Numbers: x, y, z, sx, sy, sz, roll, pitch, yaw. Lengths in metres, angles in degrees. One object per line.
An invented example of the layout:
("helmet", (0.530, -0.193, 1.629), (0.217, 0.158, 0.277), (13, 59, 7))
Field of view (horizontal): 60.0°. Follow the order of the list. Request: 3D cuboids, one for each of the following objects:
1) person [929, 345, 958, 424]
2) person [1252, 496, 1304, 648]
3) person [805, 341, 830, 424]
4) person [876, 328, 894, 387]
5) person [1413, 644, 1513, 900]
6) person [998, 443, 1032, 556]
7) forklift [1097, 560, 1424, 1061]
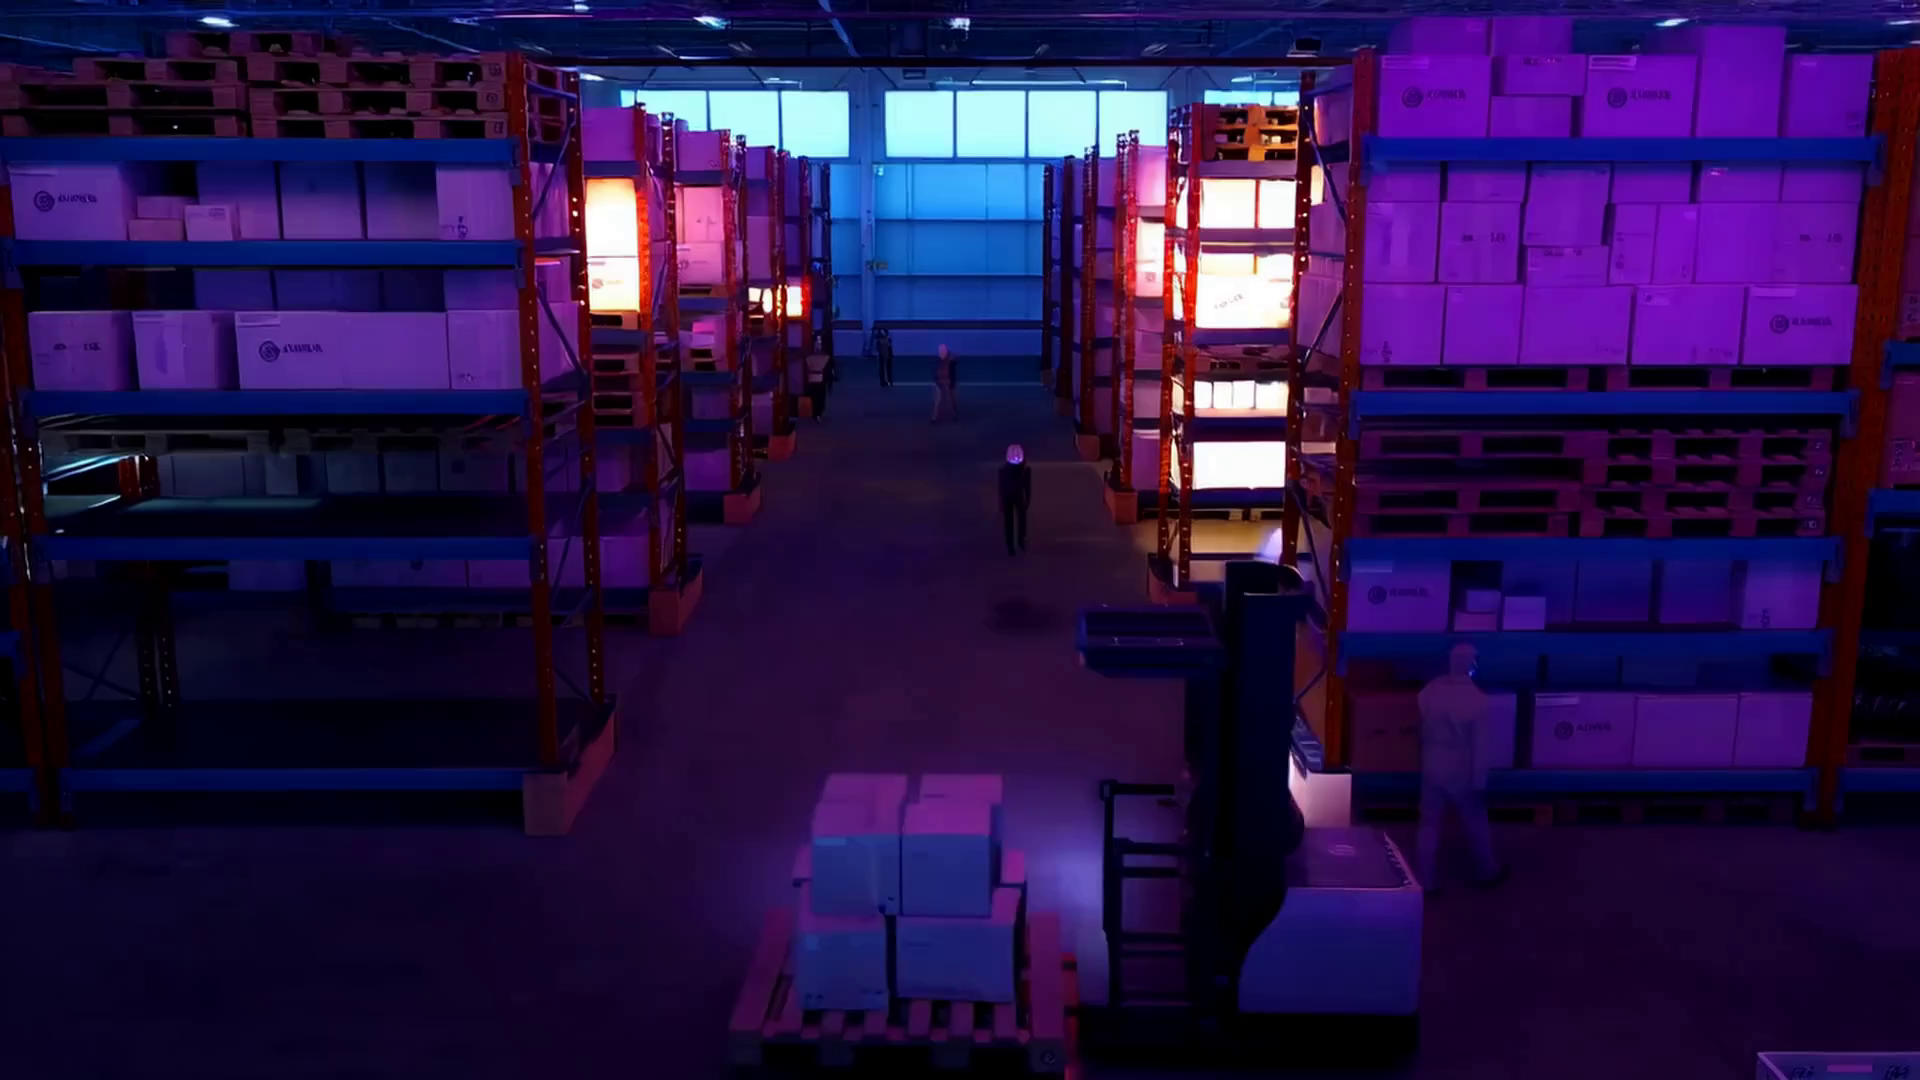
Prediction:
("person", (-0.359, -3.586, 38.172), (0.619, 1.802, 0.953), (6, 13, 27))
("person", (3.509, 0.398, 18.453), (1.001, 1.781, 0.572), (-2, 12, -9))
("person", (-3.240, -3.563, 37.847), (0.598, 1.892, 0.497), (3, 12, 14))
("person", (-2.049, -5.005, 45.610), (0.507, 1.631, 0.277), (0, 11, 2))
("person", (3.651, 1.670, 12.001), (0.954, 1.846, 0.704), (-8, 14, -33))
("person", (0.781, -0.579, 23.703), (0.500, 1.625, 0.347), (-1, 11, -6))
("forklift", (1.766, 1.565, 9.941), (1.873, 2.768, 1.129), (1, 11, 3))
